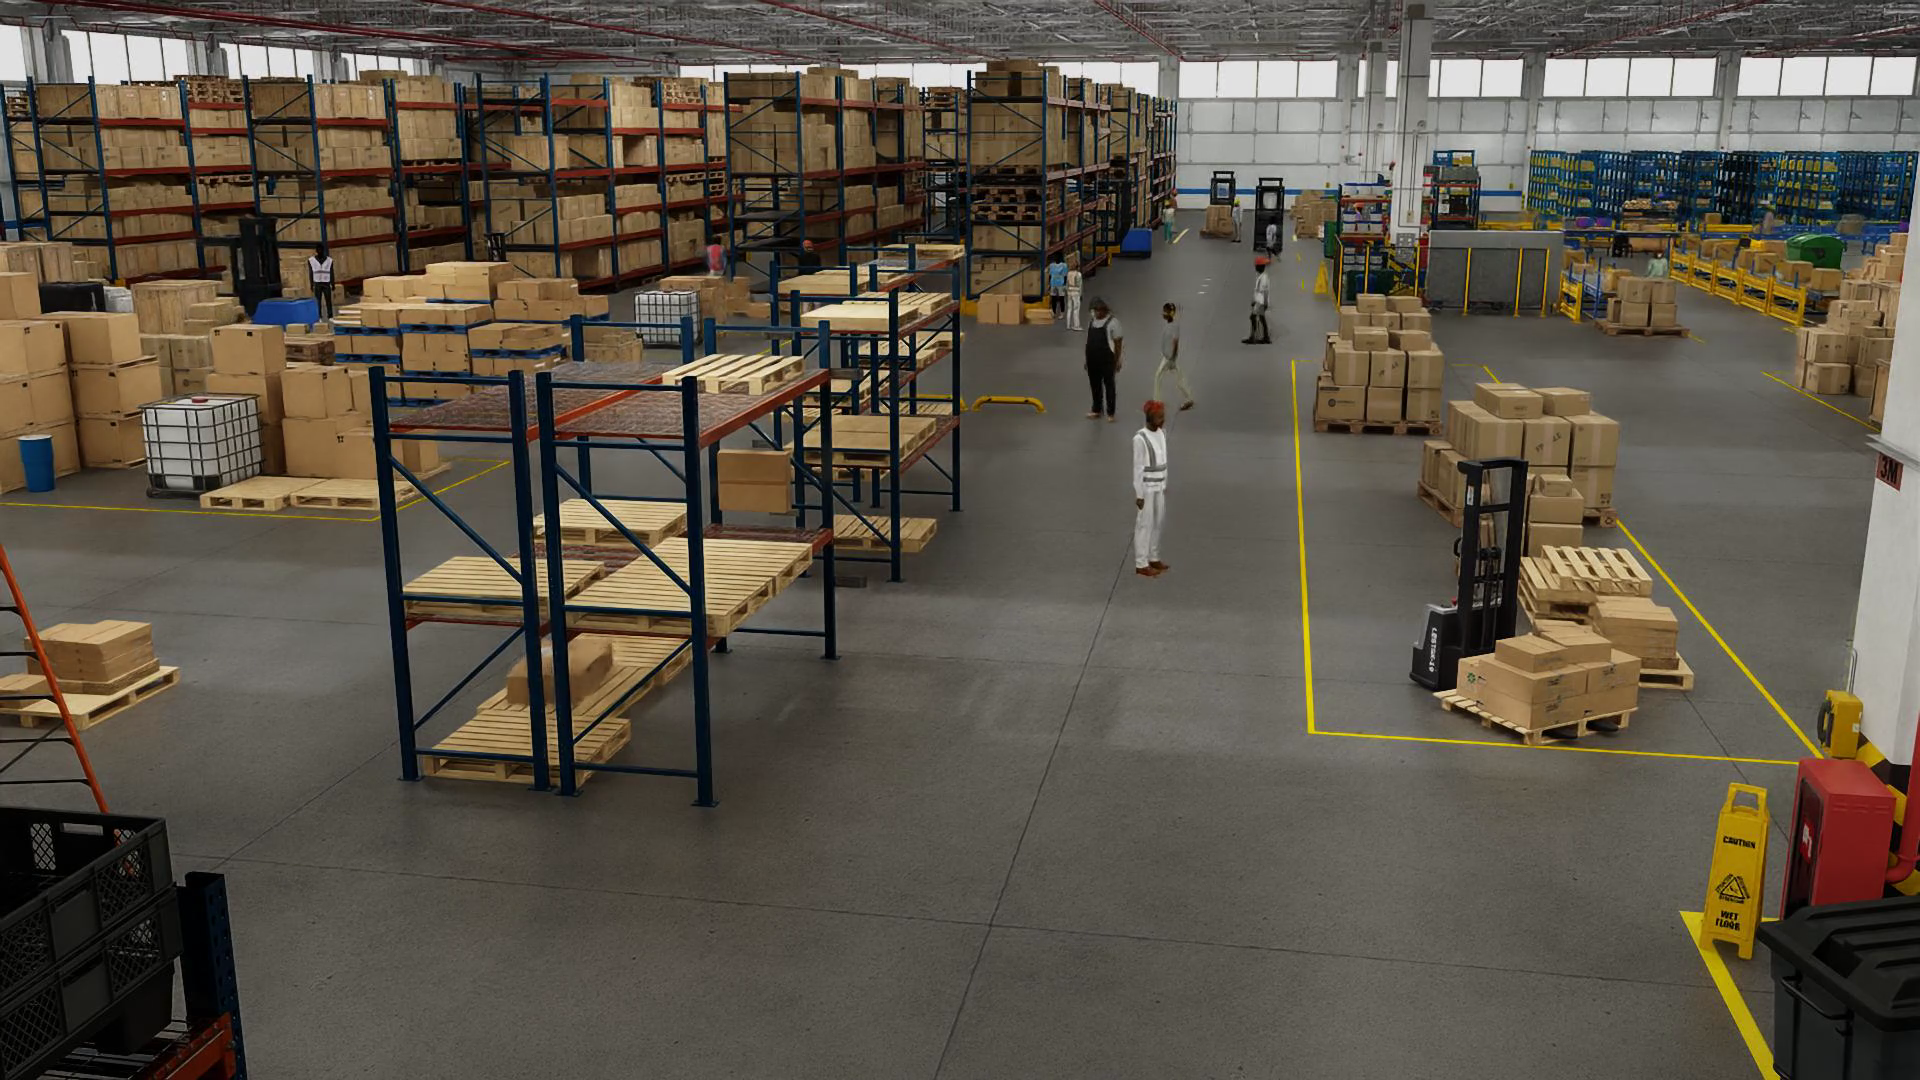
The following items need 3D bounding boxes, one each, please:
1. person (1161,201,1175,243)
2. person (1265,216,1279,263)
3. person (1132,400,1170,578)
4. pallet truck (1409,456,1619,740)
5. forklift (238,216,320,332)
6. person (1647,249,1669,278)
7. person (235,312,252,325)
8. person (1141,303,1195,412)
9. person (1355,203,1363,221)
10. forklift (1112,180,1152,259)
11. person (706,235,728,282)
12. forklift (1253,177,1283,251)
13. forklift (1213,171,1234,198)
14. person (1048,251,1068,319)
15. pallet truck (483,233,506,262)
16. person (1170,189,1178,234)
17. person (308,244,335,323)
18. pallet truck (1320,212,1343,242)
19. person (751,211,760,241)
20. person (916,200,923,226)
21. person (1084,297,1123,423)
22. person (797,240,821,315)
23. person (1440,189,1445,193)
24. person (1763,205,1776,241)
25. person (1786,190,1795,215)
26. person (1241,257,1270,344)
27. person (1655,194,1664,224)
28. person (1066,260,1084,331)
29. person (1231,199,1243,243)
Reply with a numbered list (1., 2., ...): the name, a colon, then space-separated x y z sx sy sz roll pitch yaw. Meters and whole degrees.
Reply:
1. person: 8.655 -13.256 69.353 0.556 1.752 0.460 11 18 37
2. person: 11.049 -10.631 58.828 0.539 1.683 0.540 -3 14 -14
3. person: 2.006 -0.541 17.479 0.363 1.882 0.581 9 16 32
4. pallet truck: 4.504 0.400 13.395 0.823 1.965 1.885 -6 15 -23
5. forklift: -14.775 -5.456 35.356 1.873 2.768 1.129 3 14 10
6. person: 18.294 -6.838 43.627 0.501 1.586 0.859 1 14 5
7. person: -11.118 -2.588 25.742 0.979 1.901 0.632 3 14 12
8. person: 3.536 -3.042 27.737 0.959 1.830 0.536 -6 15 -22
9. person: 15.160 -11.869 63.333 0.354 1.939 0.544 1 14 3
10. forklift: 6.082 -11.722 60.796 1.873 2.768 1.129 2 14 9
11. person: -6.684 -7.461 45.690 0.627 1.815 0.787 2 14 9
12. forklift: 12.083 -12.747 64.956 1.129 2.768 1.873 3 14 10
13. forklift: 11.914 -15.322 75.412 1.129 2.768 1.873 2 14 10
14. person: 2.426 -6.343 41.393 0.542 1.695 0.316 10 17 34
15. pallet truck: -11.832 -7.026 43.548 1.885 1.965 0.823 8 16 28
16. person: 9.729 -14.966 75.787 0.376 1.995 0.609 -2 14 -8
17. person: -15.615 -6.286 40.730 0.587 1.911 0.397 -7 16 -27
18. pallet truck: 15.874 -13.227 70.310 0.680 1.201 1.601 10 17 35
19. person: -8.593 -13.382 70.099 0.503 1.632 0.274 12 18 41
20. person: -2.012 -16.502 82.145 0.545 1.938 0.362 -4 14 -15
21. person: 2.296 -2.930 26.827 0.534 2.000 0.780 -12 18 -39
22. person: -3.723 -6.394 41.025 0.615 1.985 0.404 -6 15 -24
23. person: 23.538 -16.248 81.330 0.403 1.830 0.600 7 15 26
24. person: 32.124 -12.385 65.886 0.928 1.711 0.532 0 14 -1
25. person: 40.171 -16.032 80.538 0.868 1.788 0.640 2 14 7
26. person: 6.491 -5.252 36.519 0.798 1.905 0.562 0 14 2
27. person: 30.170 -14.026 72.121 0.867 1.913 0.645 8 16 31
28. person: 2.691 -5.727 39.008 0.307 1.640 0.518 -11 18 -38
29. person: 11.607 -13.377 69.703 0.404 1.826 0.596 -8 16 -30
